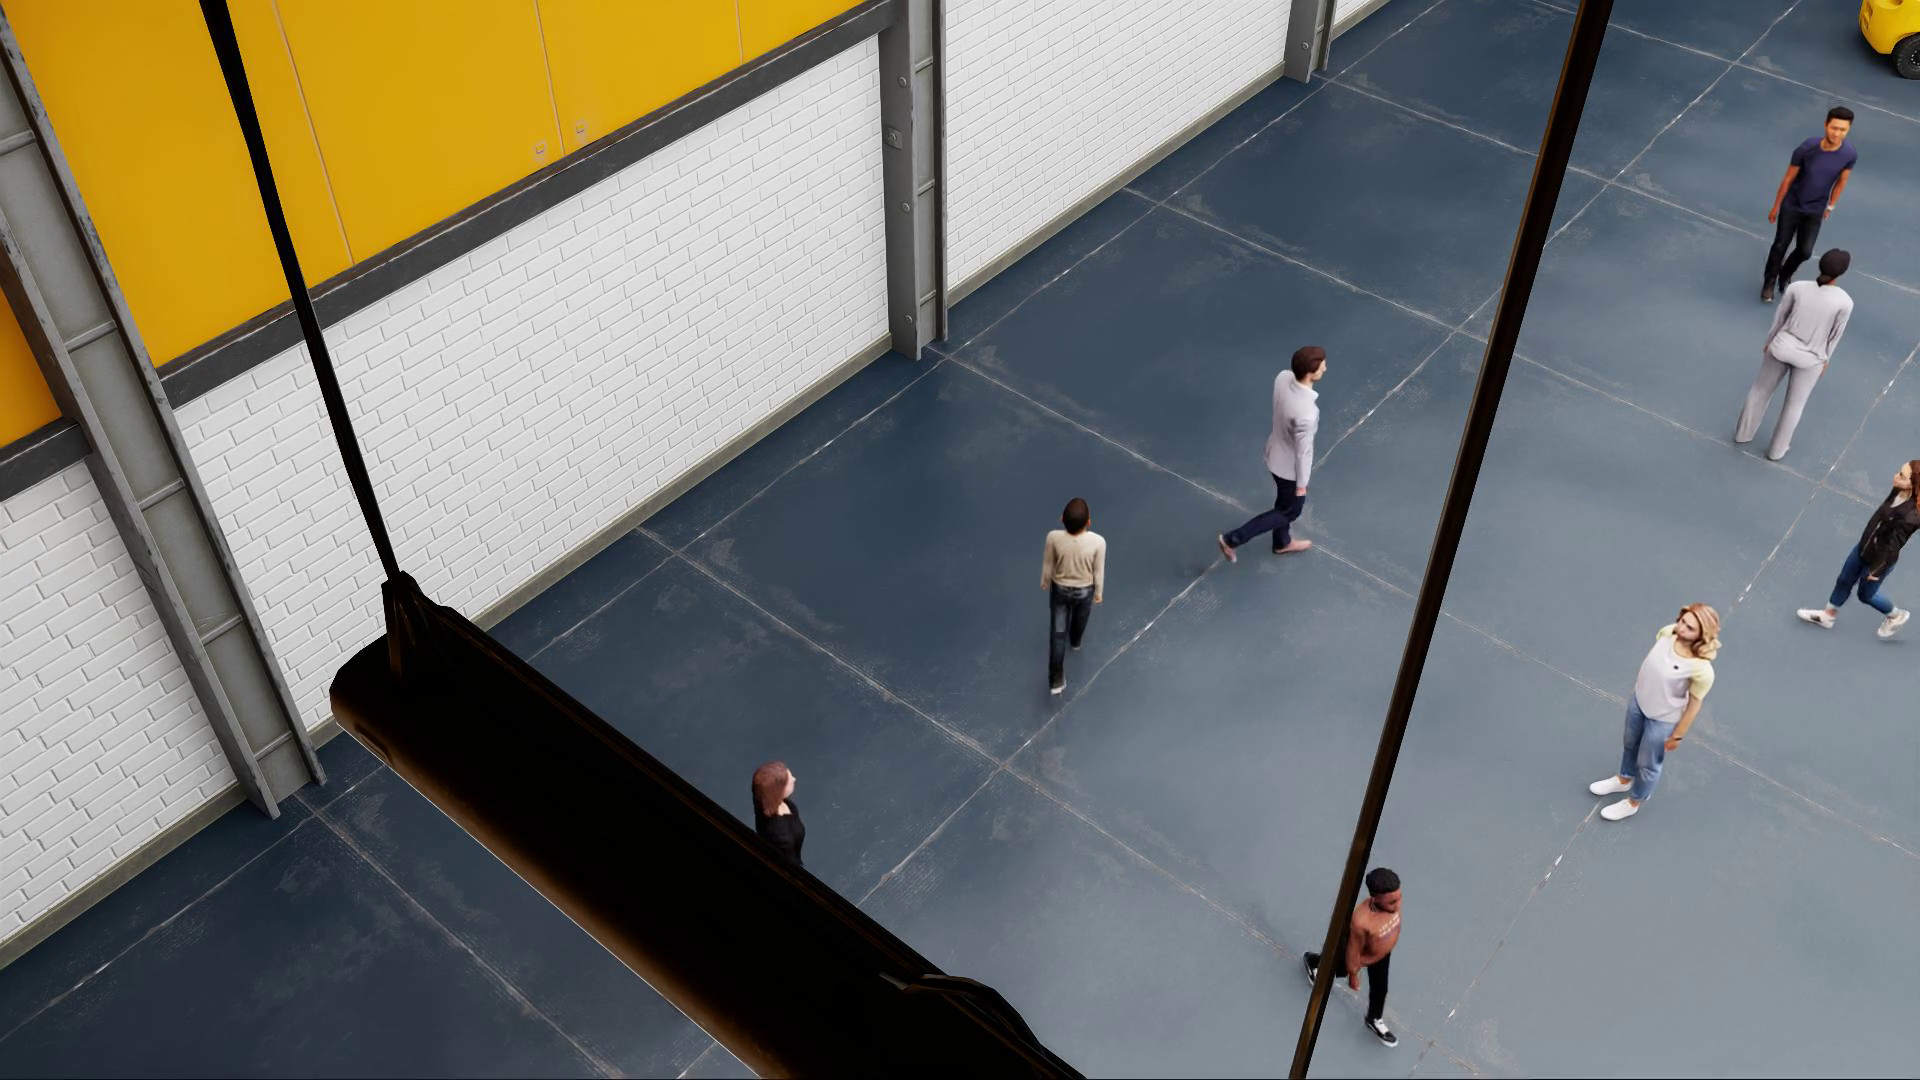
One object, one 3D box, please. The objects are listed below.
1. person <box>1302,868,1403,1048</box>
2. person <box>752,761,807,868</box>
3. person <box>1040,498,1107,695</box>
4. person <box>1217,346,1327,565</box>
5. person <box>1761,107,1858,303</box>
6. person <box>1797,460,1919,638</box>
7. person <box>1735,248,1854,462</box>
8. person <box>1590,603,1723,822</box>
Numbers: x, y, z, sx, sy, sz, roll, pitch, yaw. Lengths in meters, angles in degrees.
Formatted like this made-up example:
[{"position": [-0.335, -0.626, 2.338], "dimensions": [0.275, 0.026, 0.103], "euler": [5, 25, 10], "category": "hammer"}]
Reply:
[{"position": [2.105, 2.132, 8.841], "dimensions": [0.905, 1.237, 0.772], "euler": [-22, 48, -22], "category": "person"}, {"position": [-1.014, 1.805, 8.855], "dimensions": [0.923, 1.691, 0.808], "euler": [-15, 46, -16], "category": "person"}, {"position": [0.699, 0.356, 10.555], "dimensions": [0.894, 1.444, 1.055], "euler": [4, 44, 4], "category": "person"}, {"position": [2.132, -0.536, 11.212], "dimensions": [1.126, 1.830, 1.031], "euler": [-8, 44, -8], "category": "person"}, {"position": [6.888, -2.767, 13.589], "dimensions": [0.745, 1.781, 0.755], "euler": [13, 45, 13], "category": "person"}, {"position": [6.046, 0.090, 10.817], "dimensions": [0.886, 1.468, 0.895], "euler": [6, 44, 6], "category": "person"}, {"position": [6.114, -1.362, 12.148], "dimensions": [0.623, 1.734, 0.547], "euler": [32, 52, 29], "category": "person"}, {"position": [4.089, 0.978, 9.698], "dimensions": [0.760, 1.725, 0.727], "euler": [-10, 45, -11], "category": "person"}]
